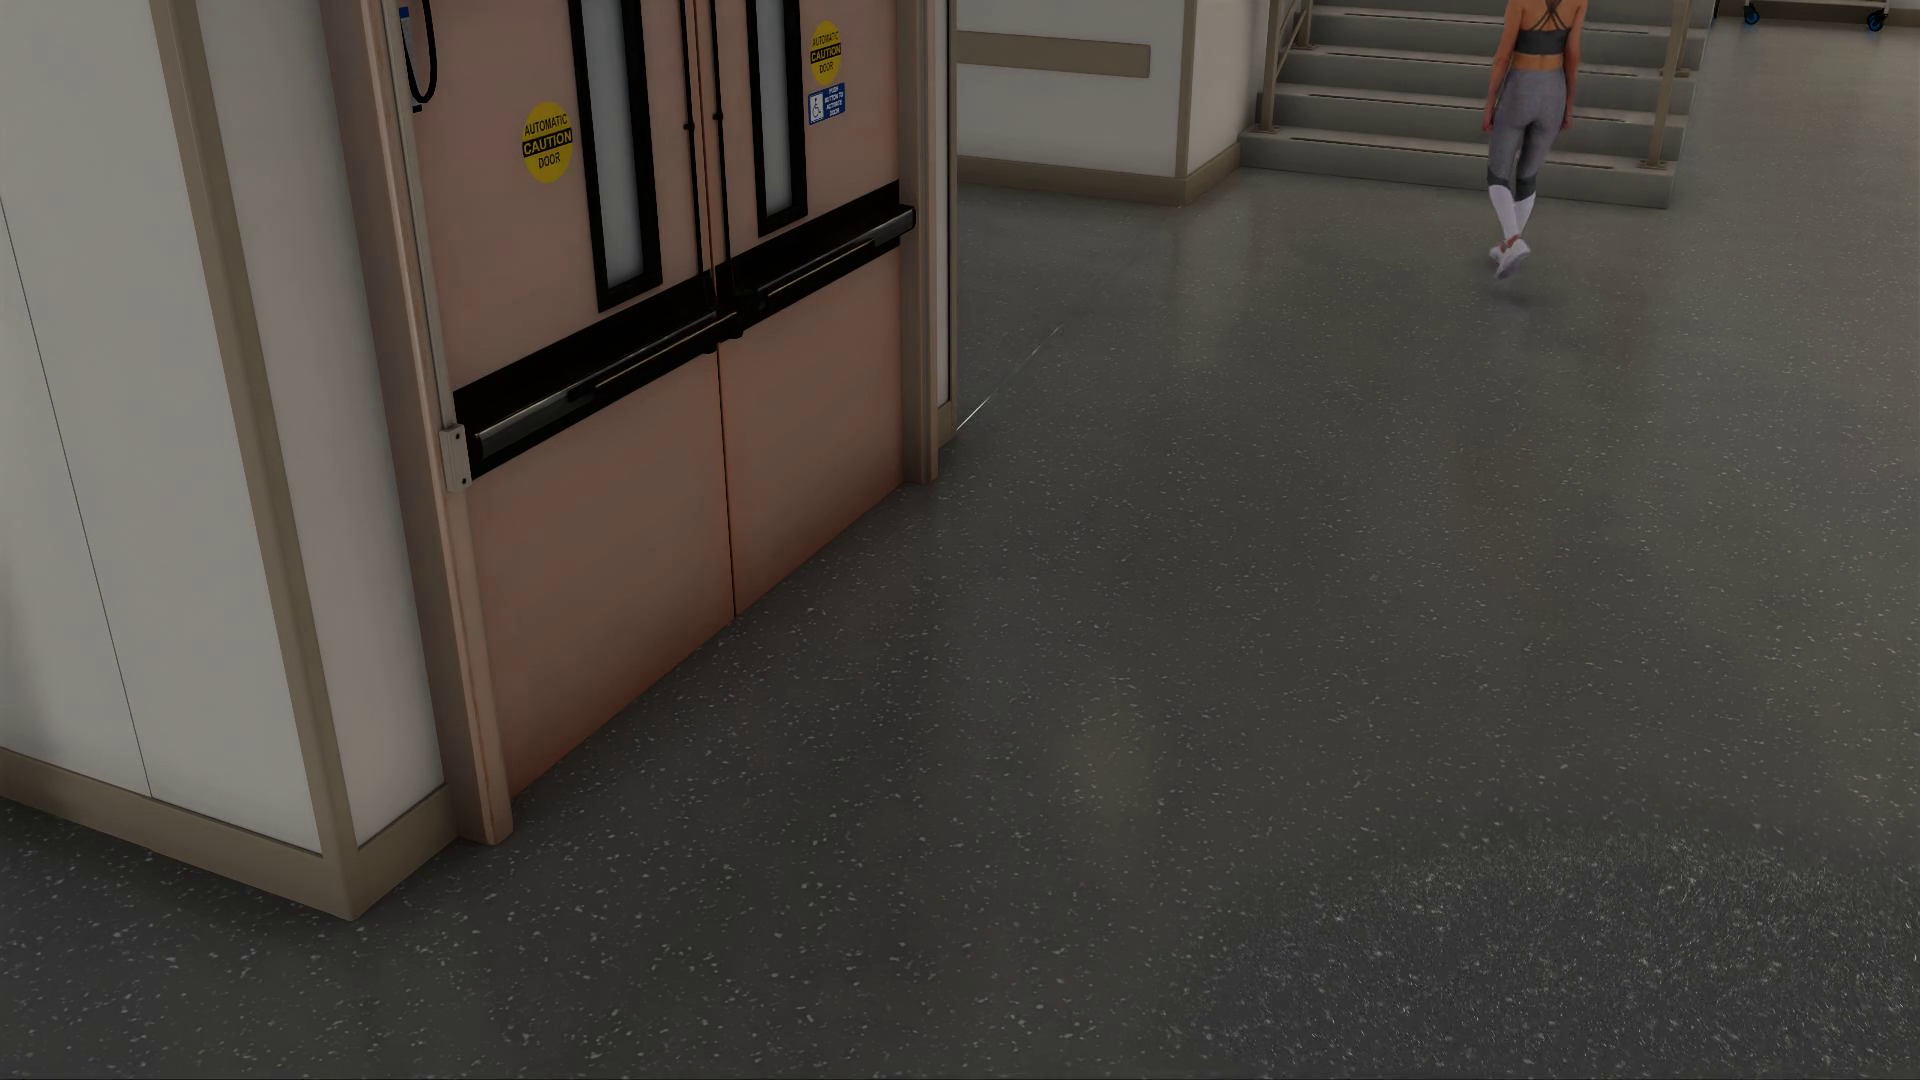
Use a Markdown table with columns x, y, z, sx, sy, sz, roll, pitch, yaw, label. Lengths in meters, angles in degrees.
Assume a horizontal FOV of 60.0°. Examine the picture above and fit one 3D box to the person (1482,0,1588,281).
| x | y | z | sx | sy | sz | roll | pitch | yaw | label |
| --- | --- | --- | --- | --- | --- | --- | --- | --- | --- |
| 2.779 | -2.076 | 8.066 | 0.844 | 1.688 | 1.045 | 0 | 26 | -1 | person |
